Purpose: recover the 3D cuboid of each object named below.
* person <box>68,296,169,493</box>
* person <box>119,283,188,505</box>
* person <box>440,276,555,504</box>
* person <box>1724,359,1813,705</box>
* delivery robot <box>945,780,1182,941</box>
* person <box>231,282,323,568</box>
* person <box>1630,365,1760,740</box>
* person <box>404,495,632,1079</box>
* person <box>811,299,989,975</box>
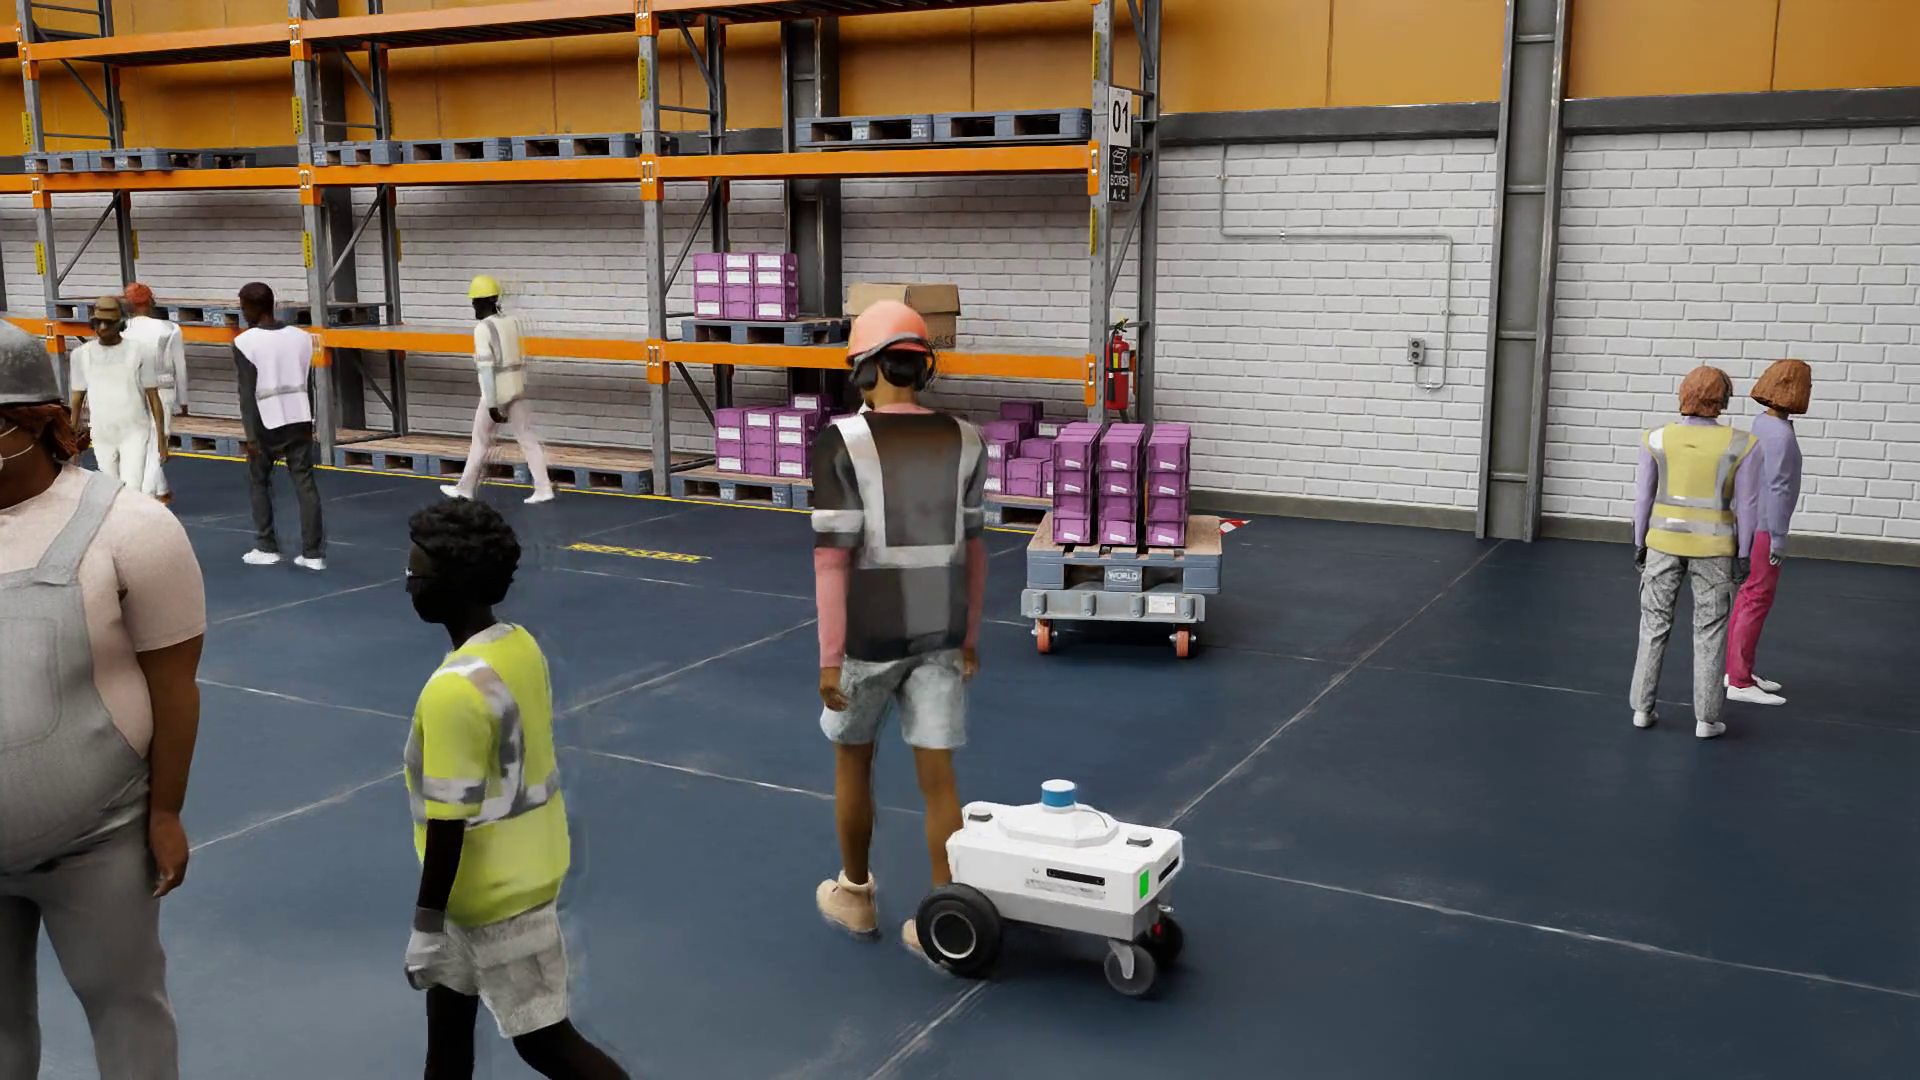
[{"bbox_3d":[-5.319,-0.611,10.434,0.556,1.814,0.716,-1,10,-6],"label":"person"},{"bbox_3d":[-6.446,-1.121,13.206,0.566,1.836,0.999,-2,11,-13],"label":"person"},{"bbox_3d":[-3.787,-1.208,13.582,1.034,1.867,0.598,4,11,20],"label":"person"},{"bbox_3d":[3.814,-0.041,7.844,0.280,1.624,0.493,3,11,15],"label":"person"},{"bbox_3d":[0.297,0.964,4.989,0.707,0.478,0.477,4,11,26],"label":"delivery robot"},{"bbox_3d":[-4.547,-0.755,11.031,0.782,1.883,0.619,8,13,37],"label":"person"},{"bbox_3d":[3.202,0.057,7.291,0.517,1.632,0.314,8,13,36],"label":"person"},{"bbox_3d":[-0.953,0.726,3.565,0.863,1.663,0.542,0,10,-3],"label":"person"},{"bbox_3d":[-0.192,0.281,5.097,0.627,1.996,0.796,-6,12,-28],"label":"person"}]
